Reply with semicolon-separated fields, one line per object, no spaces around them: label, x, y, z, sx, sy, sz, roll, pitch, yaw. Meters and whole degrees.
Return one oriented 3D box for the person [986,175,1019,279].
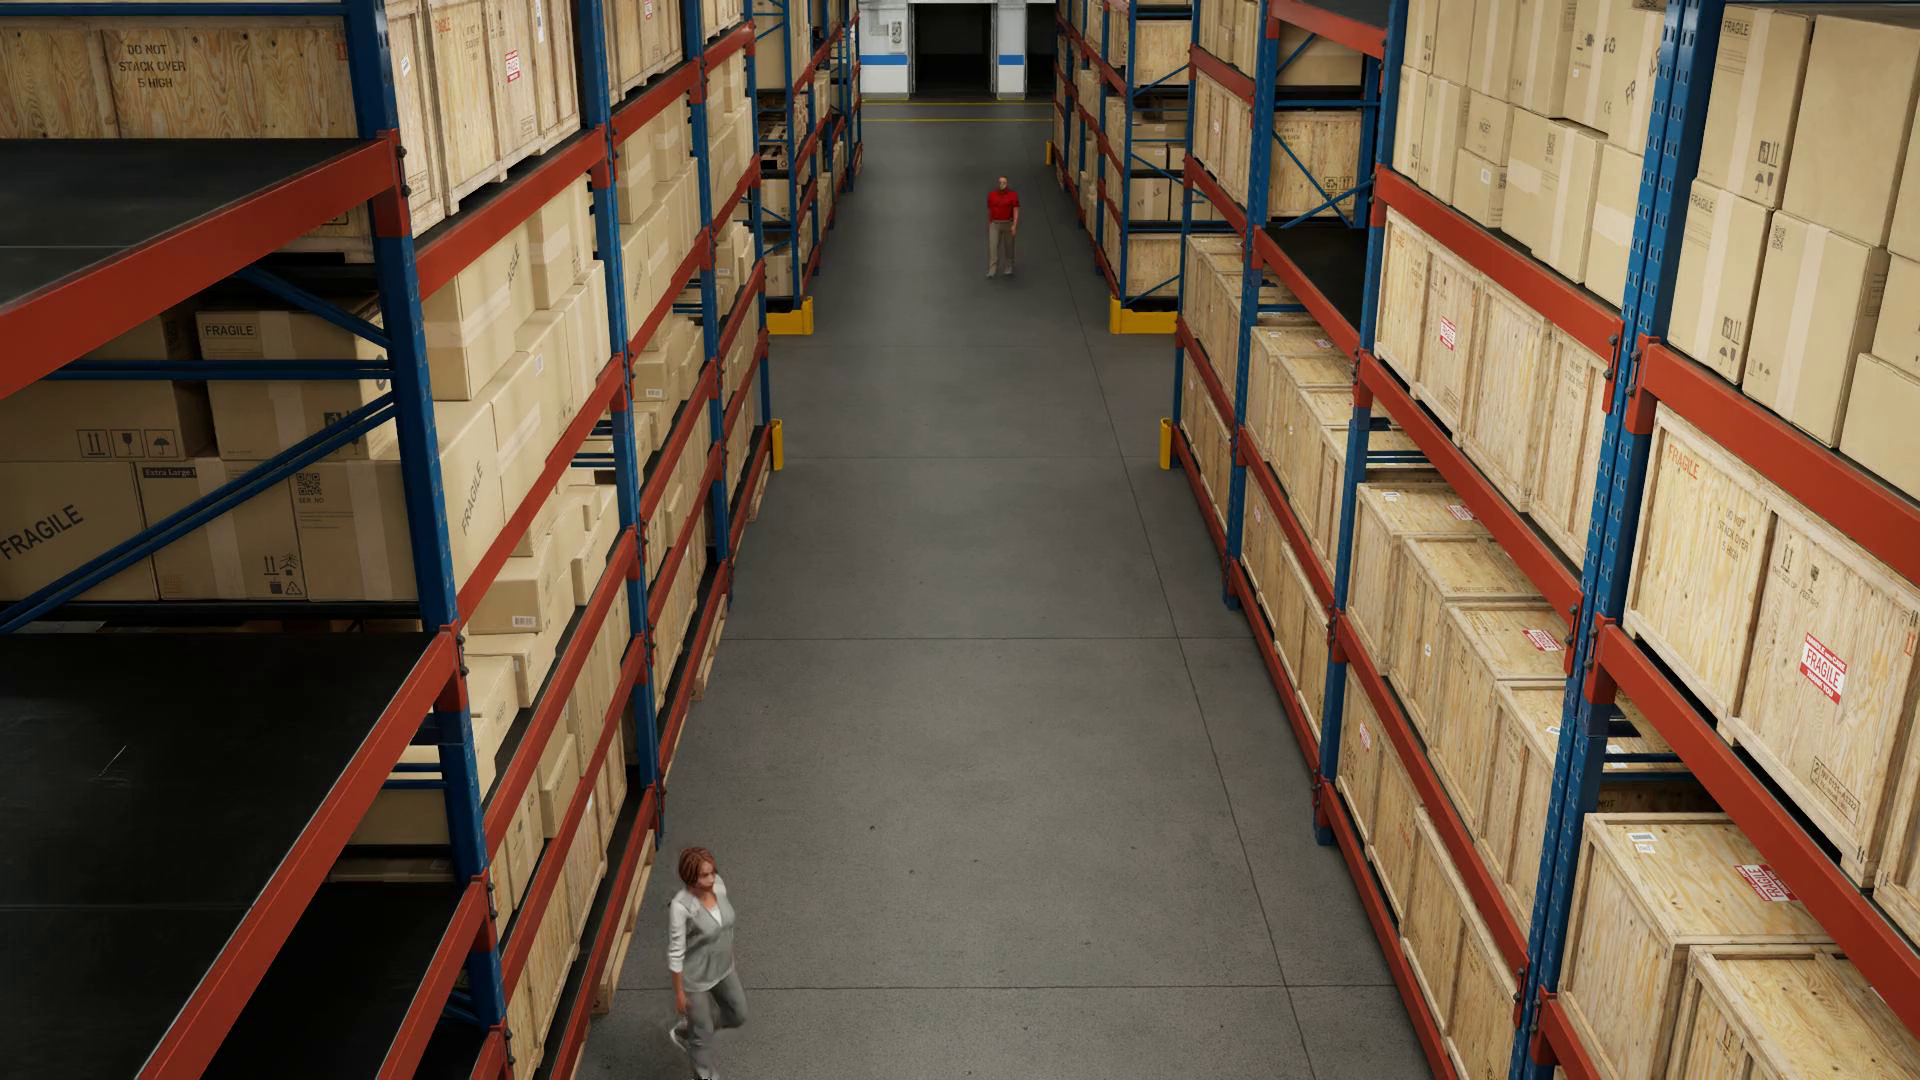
person;0.705;-5.247;27.879;0.573;1.695;0.984;4;22;9

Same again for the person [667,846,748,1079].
person;-1.410;2.301;8.887;0.518;1.598;0.450;14;25;31
